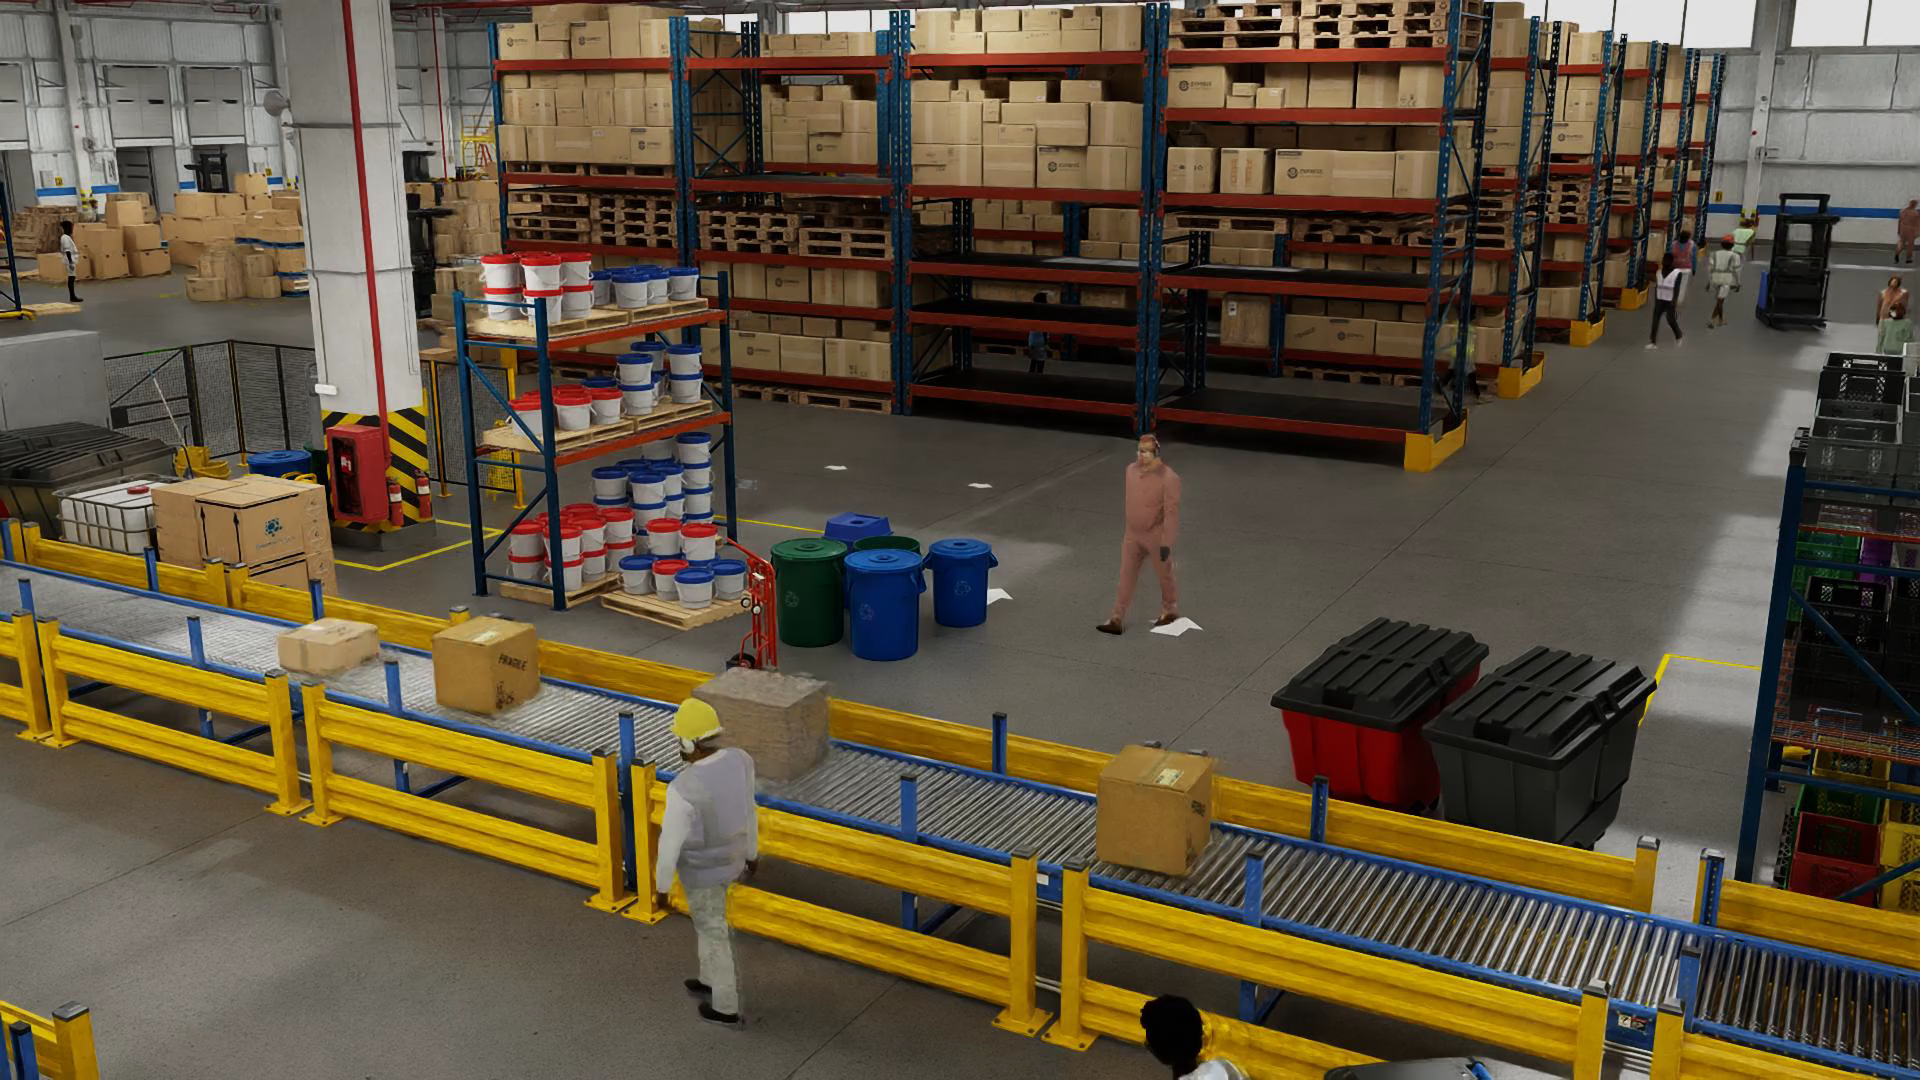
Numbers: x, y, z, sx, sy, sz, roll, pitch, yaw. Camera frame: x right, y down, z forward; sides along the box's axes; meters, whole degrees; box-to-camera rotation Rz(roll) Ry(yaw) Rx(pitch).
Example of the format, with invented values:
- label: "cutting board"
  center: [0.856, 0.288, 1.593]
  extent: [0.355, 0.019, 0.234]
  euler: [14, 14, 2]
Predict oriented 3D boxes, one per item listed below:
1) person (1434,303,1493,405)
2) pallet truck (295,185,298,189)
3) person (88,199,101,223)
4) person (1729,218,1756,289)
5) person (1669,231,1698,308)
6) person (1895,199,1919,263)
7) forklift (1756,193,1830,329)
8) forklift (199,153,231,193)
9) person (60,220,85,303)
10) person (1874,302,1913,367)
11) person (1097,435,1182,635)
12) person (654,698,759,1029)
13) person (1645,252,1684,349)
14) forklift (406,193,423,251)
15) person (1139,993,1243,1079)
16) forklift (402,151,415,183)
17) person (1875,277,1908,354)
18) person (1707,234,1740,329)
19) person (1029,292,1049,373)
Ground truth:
- label: "person"
  center: [8.089, -2.978, 26.656]
  extent: [0.914, 1.643, 0.547]
  euler: [1, 15, 4]
- label: "pallet truck"
  center: [-26.804, -14.617, 69.738]
  extent: [1.885, 1.965, 0.823]
  euler: [-14, 20, -42]
- label: "person"
  center: [-26.416, -9.518, 50.954]
  extent: [0.730, 1.805, 0.642]
  euler: [-4, 15, -16]
- label: "person"
  center: [20.176, -7.382, 42.917]
  extent: [0.813, 1.798, 0.583]
  euler: [-10, 18, -33]
- label: "person"
  center: [16.980, -6.379, 39.184]
  extent: [0.626, 1.775, 0.988]
  euler: [11, 19, 36]
- label: "person"
  center: [28.310, -9.204, 49.586]
  extent: [0.554, 1.890, 0.677]
  euler: [-8, 17, -28]
- label: "forklift"
  center: [18.093, -6.083, 35.966]
  extent: [1.129, 2.768, 1.873]
  euler: [4, 15, 16]
- label: "forklift"
  center: [-27.440, -12.865, 61.464]
  extent: [1.873, 2.768, 1.129]
  euler: [8, 17, 28]
- label: "person"
  center: [-21.408, -6.700, 40.035]
  extent: [0.367, 1.966, 0.607]
  euler: [-8, 17, -28]
- label: "person"
  center: [15.070, -3.043, 26.978]
  extent: [0.724, 1.602, 0.518]
  euler: [-8, 17, -28]
- label: "person"
  center: [1.703, -0.045, 15.237]
  extent: [0.672, 1.848, 1.013]
  euler: [14, 20, 42]
- label: "person"
  center: [-1.402, 1.689, 8.787]
  extent: [0.639, 1.810, 0.626]
  euler: [9, 17, 31]
- label: "person"
  center: [13.947, -4.722, 32.747]
  extent: [0.854, 1.895, 0.588]
  euler: [-10, 18, -32]
- label: "forklift"
  center: [-11.931, -5.996, 35.641]
  extent: [1.873, 2.768, 1.129]
  euler: [8, 17, 28]
- label: "person"
  center: [0.821, 2.473, 6.205]
  extent: [0.959, 1.621, 0.544]
  euler: [13, 20, 40]
- label: "forklift"
  center: [-21.377, -13.658, 64.445]
  extent: [1.873, 2.768, 1.129]
  euler: [0, 15, 1]
- label: "person"
  center: [17.349, -4.109, 31.022]
  extent: [0.518, 1.590, 0.894]
  euler: [9, 17, 29]
- label: "person"
  center: [16.306, -5.528, 35.584]
  extent: [1.043, 2.000, 0.625]
  euler: [-14, 20, -42]
- label: "person"
  center: [1.317, -3.261, 27.624]
  extent: [0.320, 1.698, 0.531]
  euler: [-7, 17, -25]
